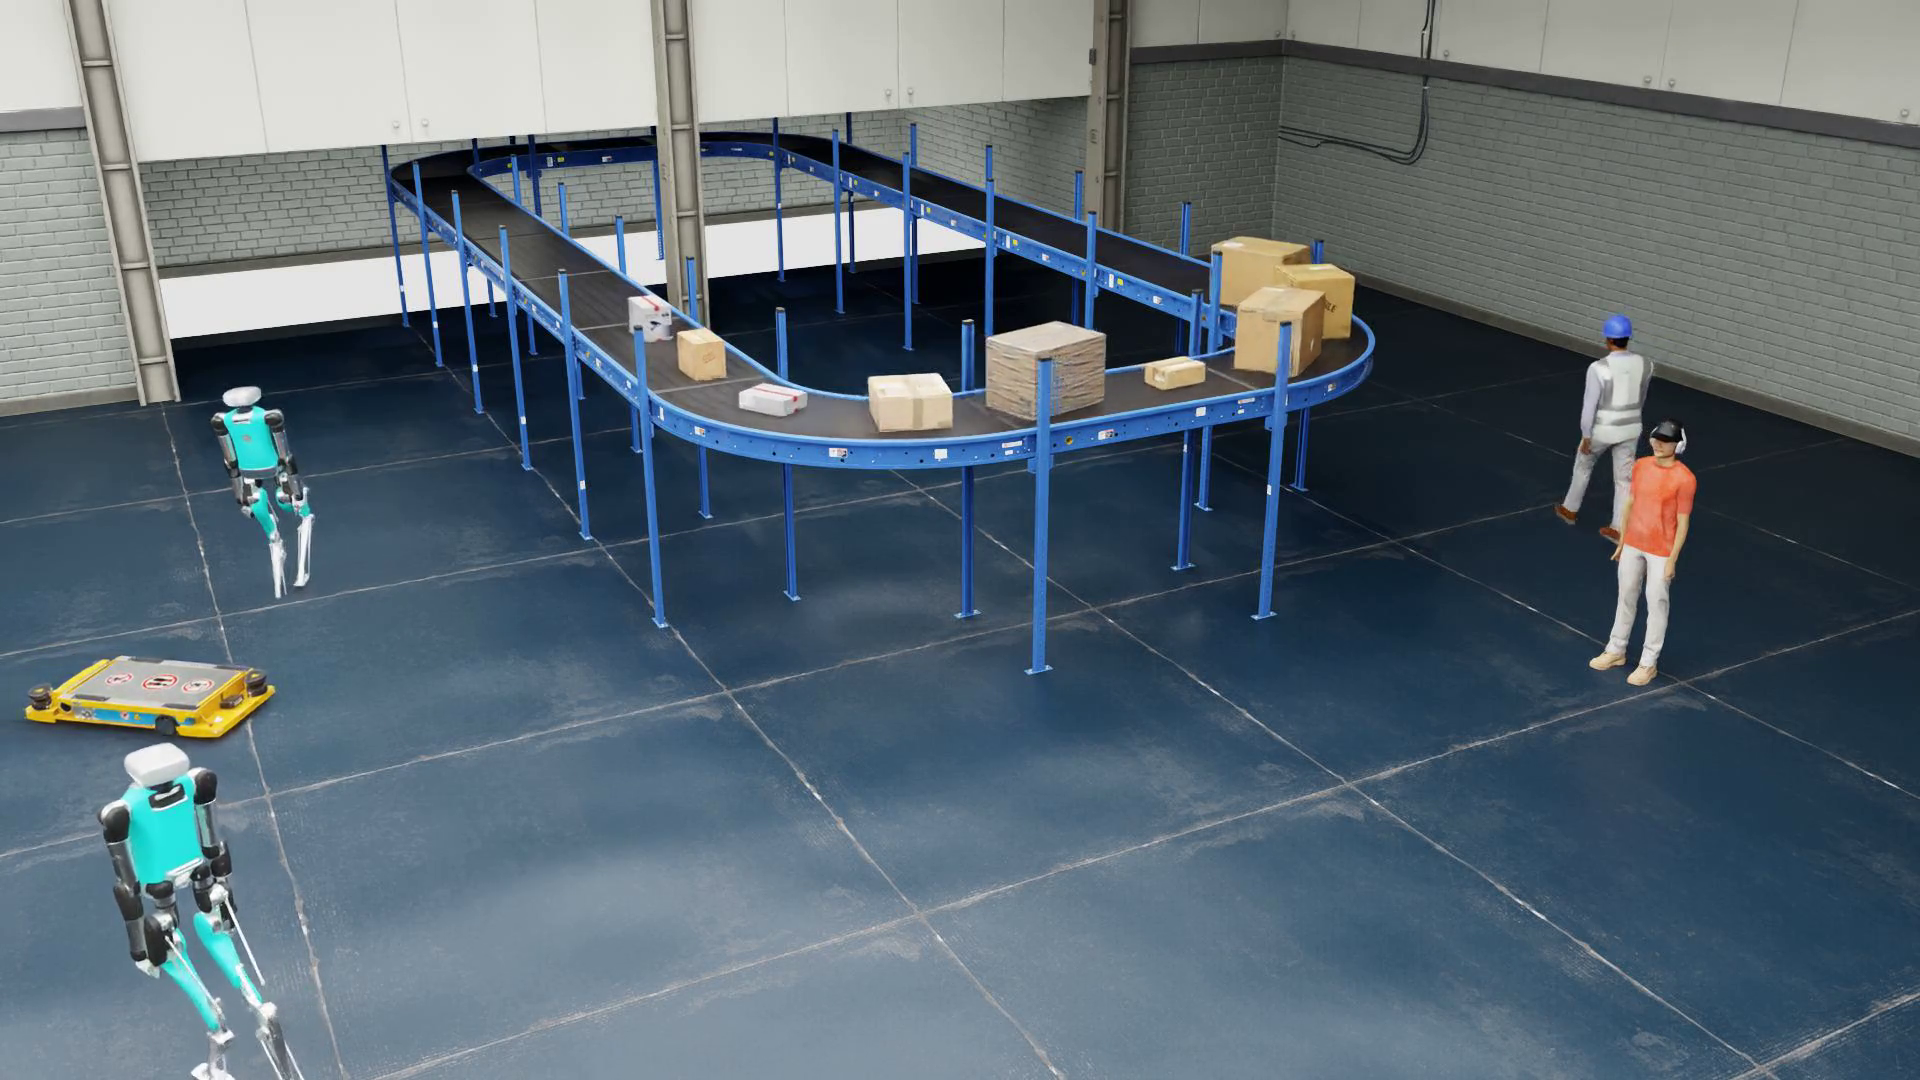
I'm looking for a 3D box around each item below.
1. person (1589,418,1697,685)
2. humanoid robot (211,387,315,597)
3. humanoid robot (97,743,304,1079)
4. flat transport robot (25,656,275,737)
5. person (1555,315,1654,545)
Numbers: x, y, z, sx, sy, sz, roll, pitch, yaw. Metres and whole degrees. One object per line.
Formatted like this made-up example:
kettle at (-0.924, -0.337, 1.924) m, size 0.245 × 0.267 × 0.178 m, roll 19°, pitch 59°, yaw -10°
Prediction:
person at (4.758, 0.073, 11.508) m, size 0.383 × 1.913 × 0.476 m, roll -15°, pitch 26°, yaw -32°
humanoid robot at (-5.308, -0.360, 12.922) m, size 0.564 × 1.862 × 0.762 m, roll 0°, pitch 22°, yaw -1°
humanoid robot at (-3.285, 1.828, 7.448) m, size 0.909 × 1.804 × 0.557 m, roll 13°, pitch 26°, yaw 30°
flat transport robot at (-5.478, 1.057, 11.262) m, size 1.431 × 0.231 × 0.659 m, roll 4°, pitch 22°, yaw 10°
person at (5.475, -0.971, 14.095) m, size 0.633 × 1.910 × 0.891 m, roll -3°, pitch 22°, yaw -6°
